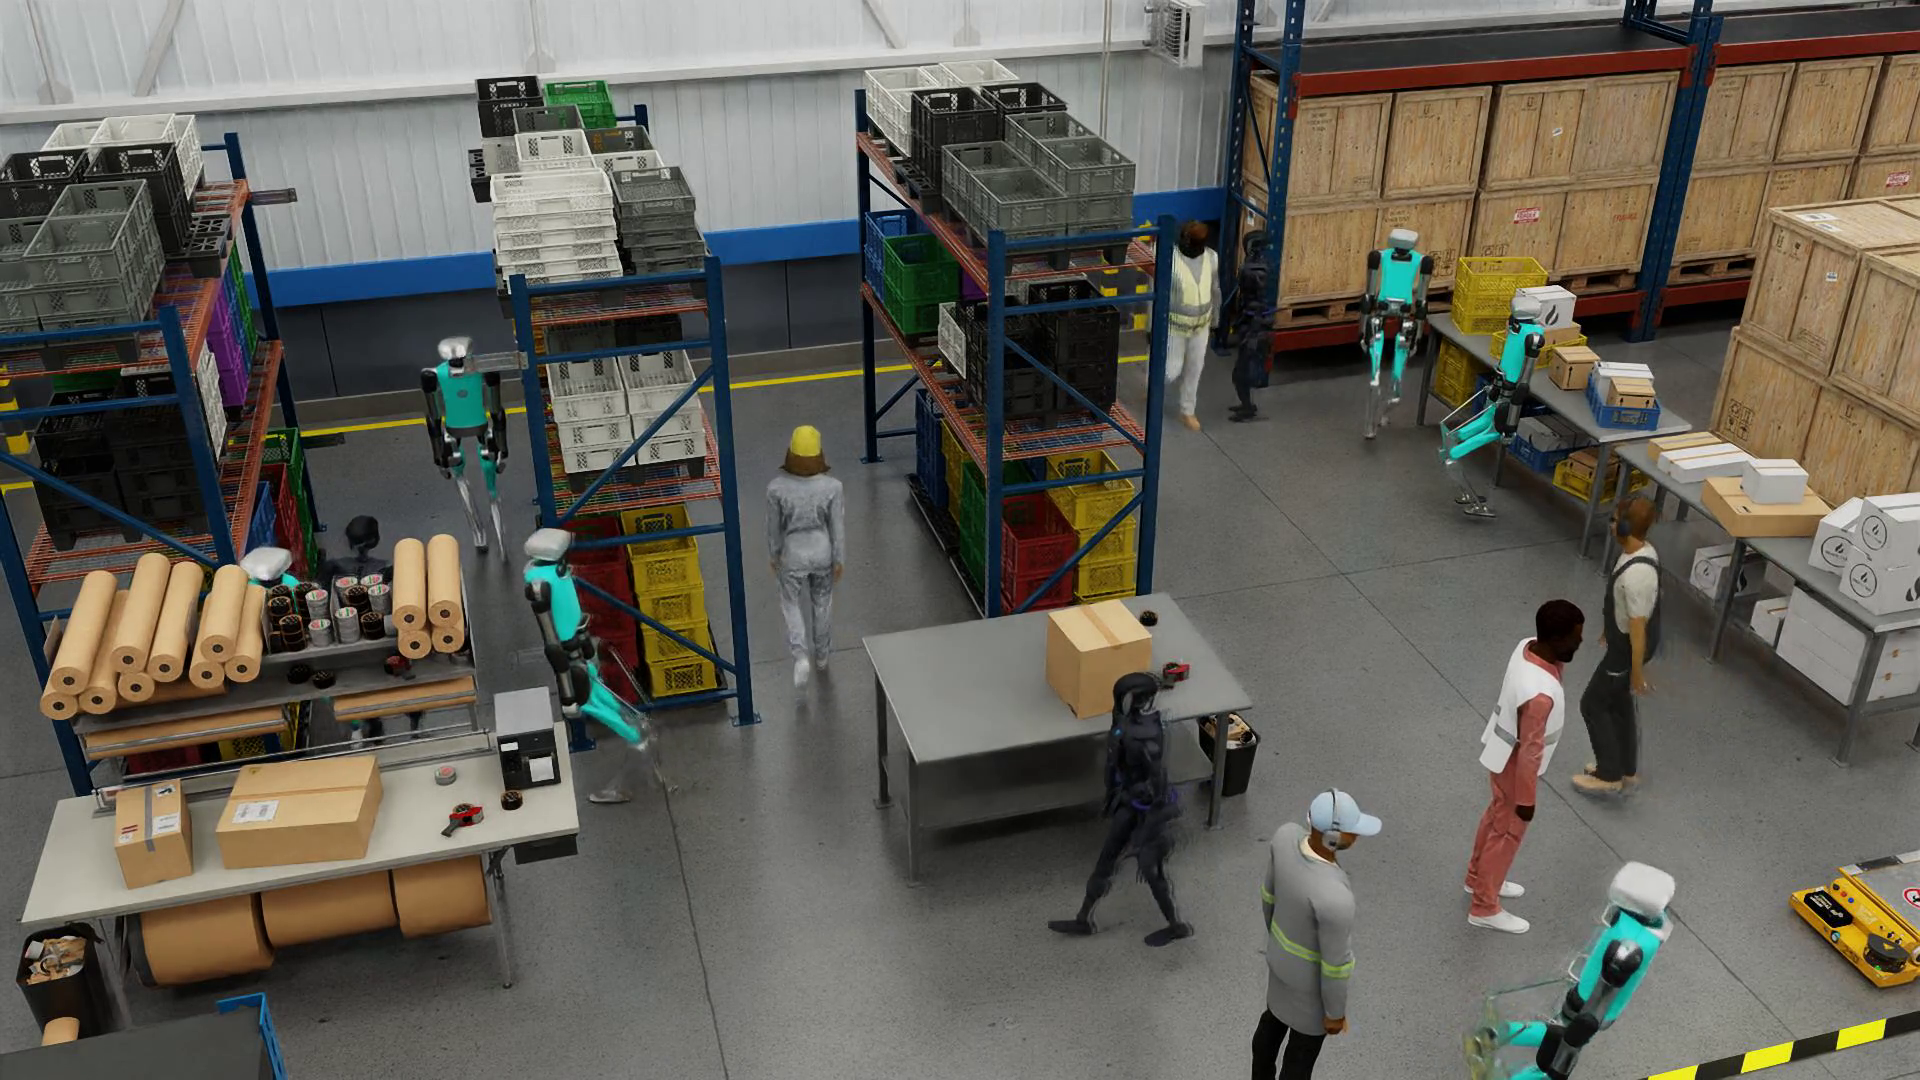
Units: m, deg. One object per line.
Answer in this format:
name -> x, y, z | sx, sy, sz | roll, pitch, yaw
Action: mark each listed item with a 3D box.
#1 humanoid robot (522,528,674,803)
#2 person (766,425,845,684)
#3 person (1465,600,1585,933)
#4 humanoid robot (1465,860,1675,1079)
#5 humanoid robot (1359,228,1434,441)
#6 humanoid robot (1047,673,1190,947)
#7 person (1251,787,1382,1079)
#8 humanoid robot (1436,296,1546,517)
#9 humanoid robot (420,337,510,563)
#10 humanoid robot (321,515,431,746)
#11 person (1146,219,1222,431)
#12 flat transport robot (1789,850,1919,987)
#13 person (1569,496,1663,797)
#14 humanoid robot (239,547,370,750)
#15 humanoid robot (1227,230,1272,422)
humanoid robot -> -1.957, 0.802, 9.293 | 0.784, 1.885, 0.546 | 0, 29, 1
person -> -0.949, 0.116, 10.432 | 0.486, 1.723, 0.567 | -5, 29, -10
person -> 2.825, 1.131, 8.407 | 0.394, 1.911, 0.579 | 8, 30, 14
humanoid robot -> 2.421, 2.036, 6.983 | 0.801, 1.823, 0.555 | 19, 34, 30
humanoid robot -> 3.495, -1.574, 13.550 | 0.530, 1.783, 1.012 | 8, 30, 14
humanoid robot -> 0.852, 1.374, 8.236 | 0.737, 1.628, 0.593 | -9, 30, -16
person -> 1.518, 1.835, 7.179 | 0.390, 1.849, 0.597 | -9, 30, -15
humanoid robot -> 3.840, -0.985, 12.289 | 0.735, 1.677, 0.533 | 1, 29, 1
humanoid robot -> -3.491, -0.666, 11.878 | 0.540, 1.796, 0.828 | -8, 30, -15
humanoid robot -> -3.371, 0.607, 9.588 | 0.611, 1.653, 0.361 | 1, 29, 1
person -> 1.839, -1.808, 13.843 | 0.660, 1.815, 0.556 | -13, 31, -22
flat transport robot -> 5.163, 1.916, 8.676 | 1.431, 0.231, 0.659 | -8, 30, -14
person -> 3.783, 0.613, 9.447 | 0.496, 1.806, 0.525 | 15, 32, 26
humanoid robot -> -3.591, 0.706, 9.360 | 0.559, 1.768, 0.819 | 2, 29, 3
humanoid robot -> 2.419, -1.813, 13.993 | 0.378, 1.645, 0.609 | -3, 29, -6
